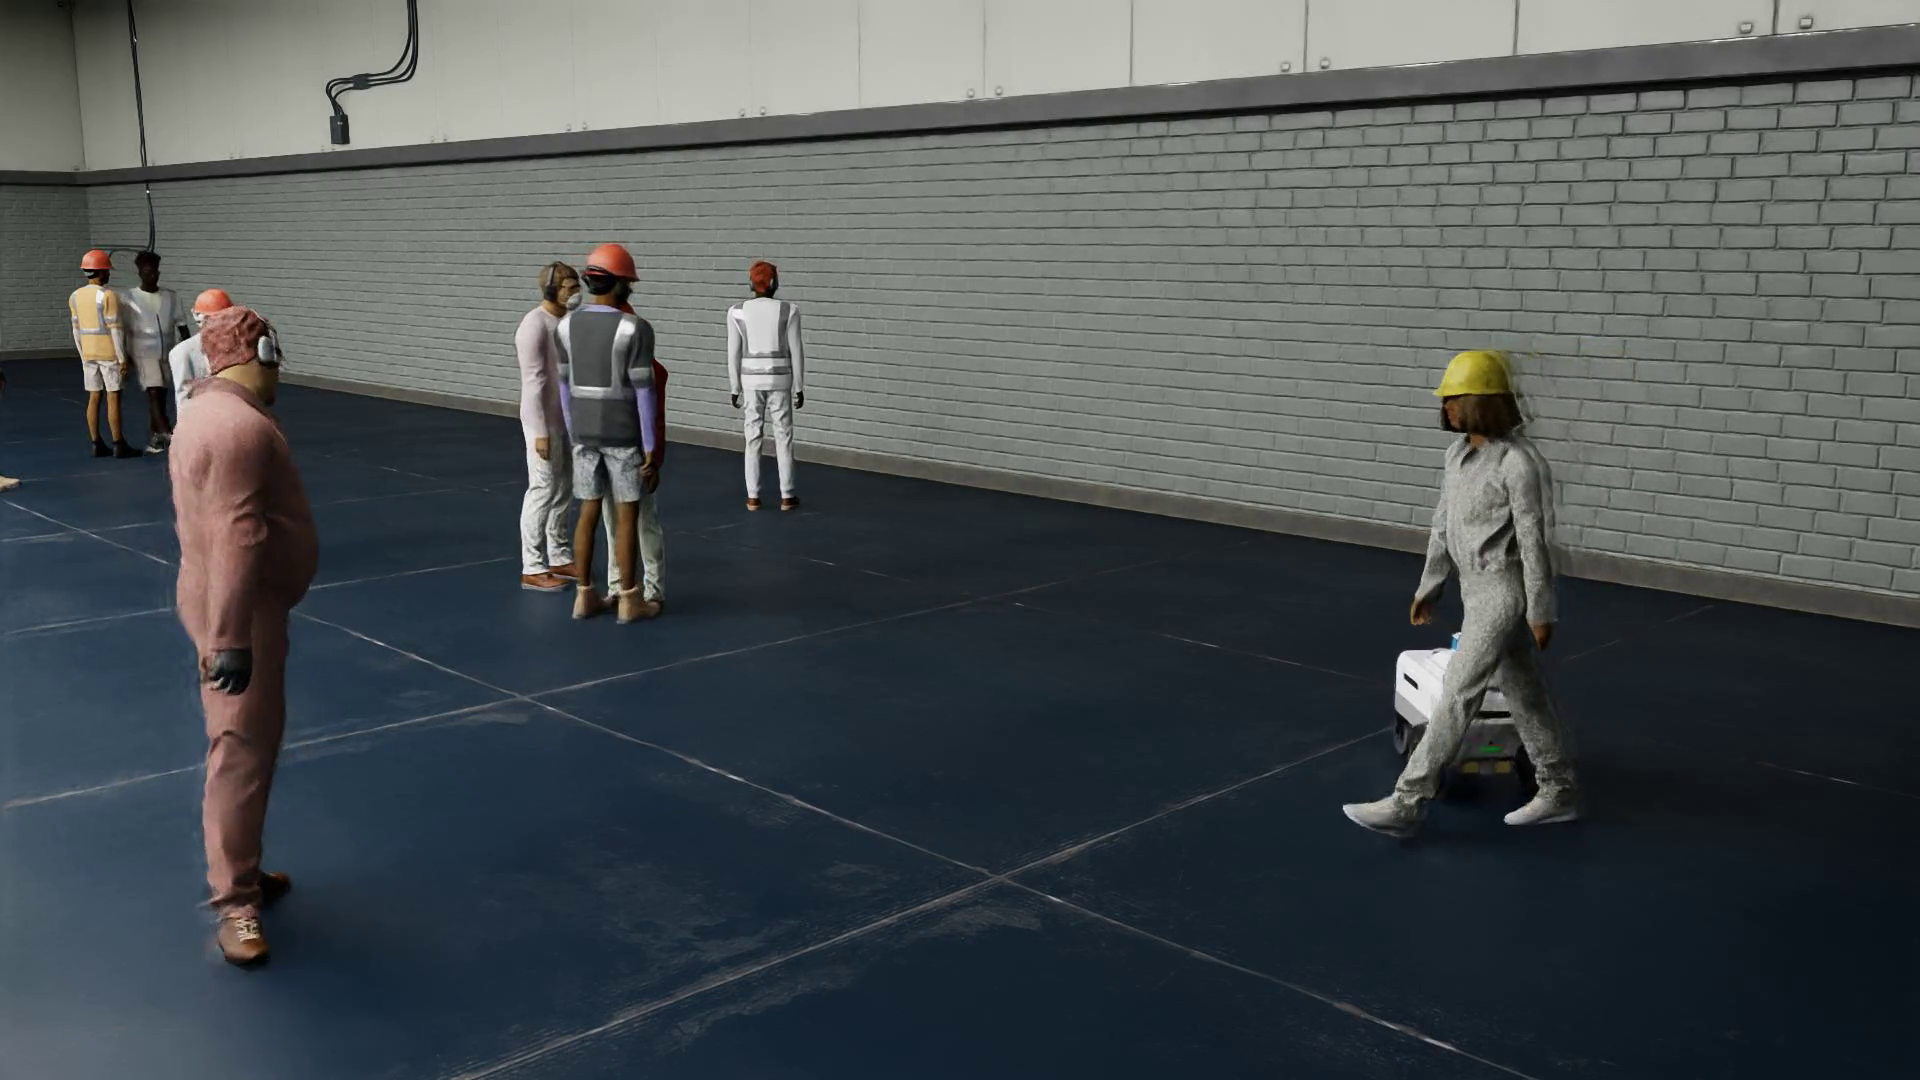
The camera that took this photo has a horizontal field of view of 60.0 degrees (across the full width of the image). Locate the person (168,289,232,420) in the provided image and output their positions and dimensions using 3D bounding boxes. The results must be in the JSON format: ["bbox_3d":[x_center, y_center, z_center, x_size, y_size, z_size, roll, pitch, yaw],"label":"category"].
[{"bbox_3d":[-4.682,-0.709,10.519,0.356,1.742,0.564,5,11,24],"label":"person"}]

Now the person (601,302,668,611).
[{"bbox_3d":[-1.842,-0.449,9.093,0.565,1.745,0.348,6,12,31],"label":"person"}]

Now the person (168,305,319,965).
[{"bbox_3d":[-2.096,0.257,4.926,0.415,1.873,0.803,-6,12,-28],"label":"person"}]

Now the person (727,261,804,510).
[{"bbox_3d":[-1.458,-1.158,12.582,0.572,1.886,0.353,0,10,2],"label":"person"}]

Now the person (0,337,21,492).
[{"bbox_3d":[-7.919,-1.401,13.491,0.396,2.038,0.611,-1,10,-6],"label":"person"}]

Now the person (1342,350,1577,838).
[{"bbox_3d":[1.774,0.198,5.708,0.924,1.684,0.480,-2,11,-8],"label":"person"}]

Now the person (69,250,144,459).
[{"bbox_3d":[-7.987,-1.724,15.522,0.543,1.939,0.360,4,11,19],"label":"person"}]

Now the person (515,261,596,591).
[{"bbox_3d":[-2.384,-0.668,9.808,0.388,1.928,0.629,3,11,17],"label":"person"}]

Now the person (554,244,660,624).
[{"bbox_3d":[-1.872,-0.564,8.971,0.610,2.032,0.434,4,11,21],"label":"person"}]

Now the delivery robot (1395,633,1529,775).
[{"bbox_3d":[1.928,0.600,6.373,0.477,0.478,0.707,-1,10,-3],"label":"delivery robot"}]

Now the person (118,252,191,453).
[{"bbox_3d":[-7.521,-1.737,15.647,1.024,1.907,0.613,9,14,39],"label":"person"}]
